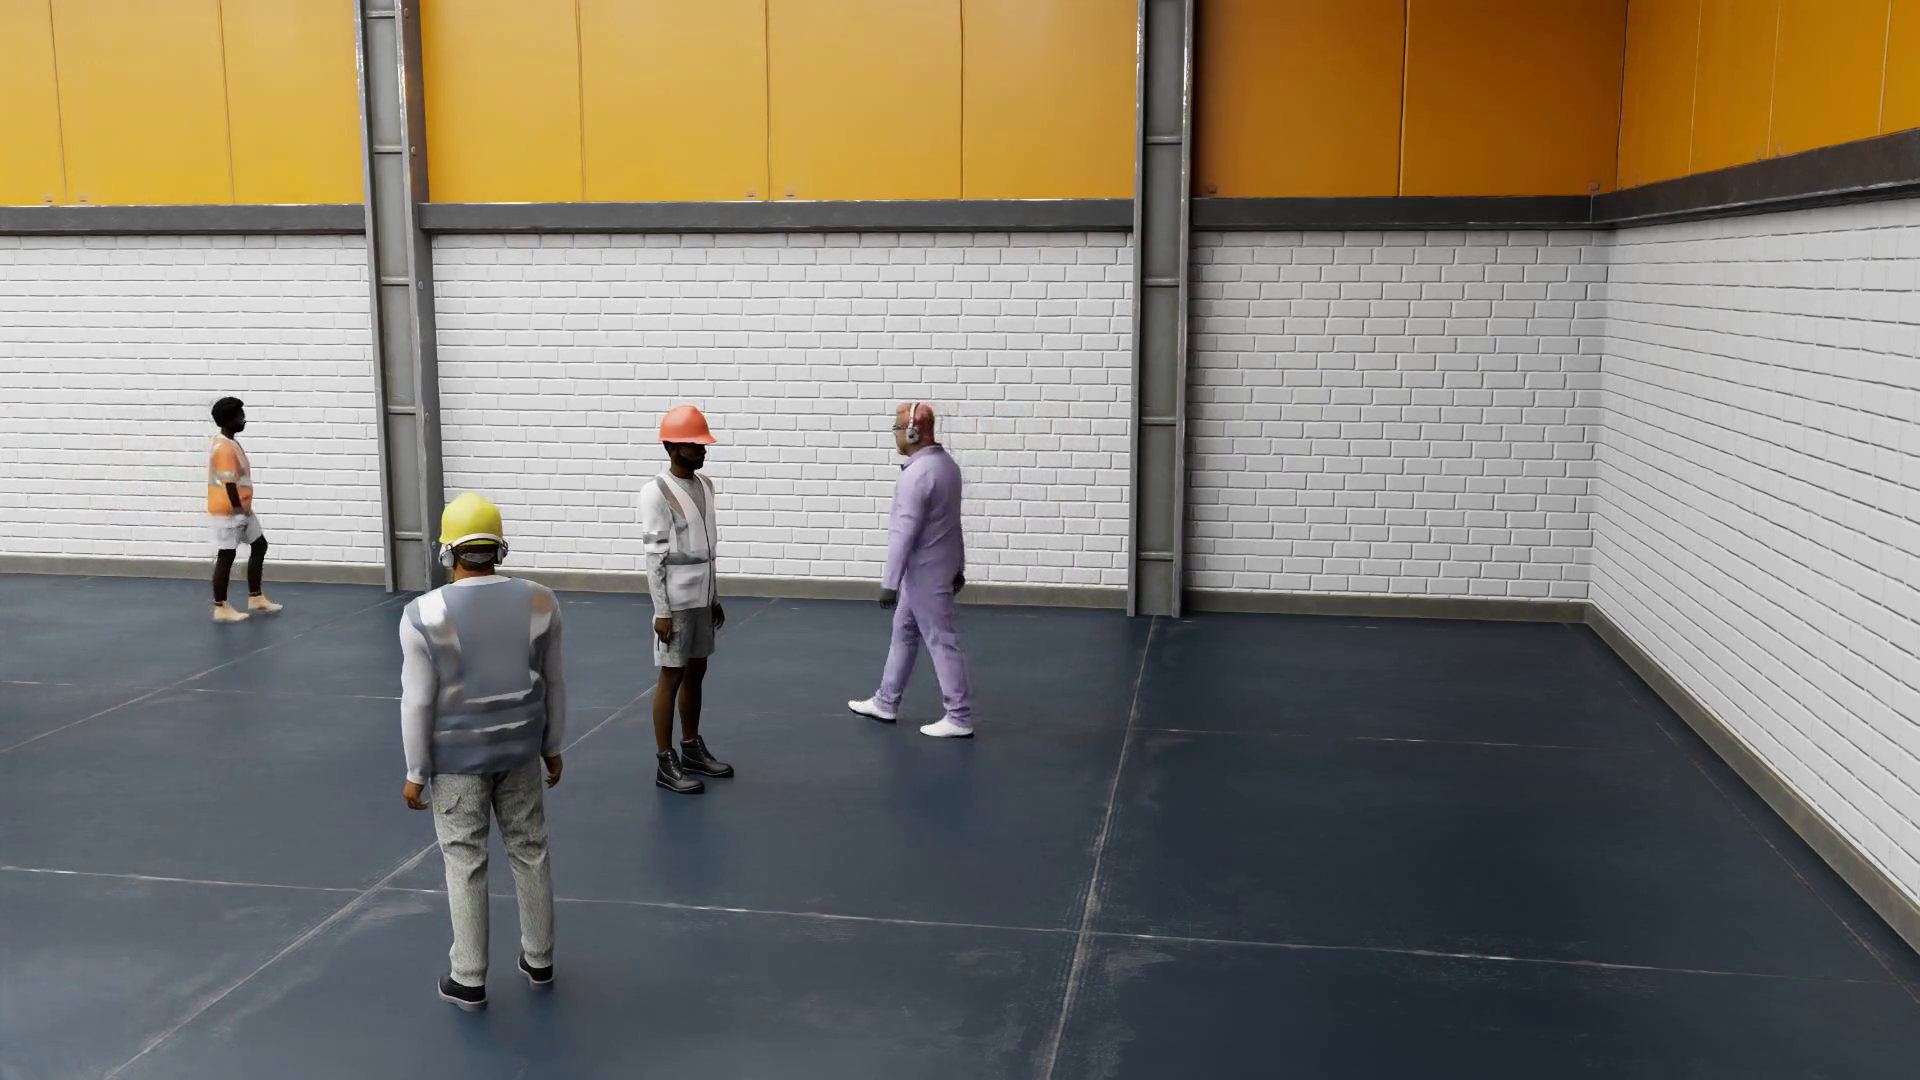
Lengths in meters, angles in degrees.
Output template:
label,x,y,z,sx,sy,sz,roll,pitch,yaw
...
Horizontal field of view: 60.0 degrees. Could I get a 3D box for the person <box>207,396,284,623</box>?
label,x,y,z,sx,sy,sz,roll,pitch,yaw
person,-5.294,-0.224,12.321,0.604,1.676,0.562,-3,10,-18

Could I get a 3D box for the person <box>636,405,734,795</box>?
label,x,y,z,sx,sy,sz,roll,pitch,yaw
person,-1.368,0.291,8.371,0.354,1.939,0.545,4,10,23

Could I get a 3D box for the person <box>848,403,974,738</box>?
label,x,y,z,sx,sy,sz,roll,pitch,yaw
person,-0.313,0.173,9.289,0.904,1.866,0.674,2,10,15

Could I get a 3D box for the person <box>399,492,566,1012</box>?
label,x,y,z,sx,sy,sz,roll,pitch,yaw
person,-1.692,0.743,5.905,0.601,1.830,0.403,-7,12,-37
